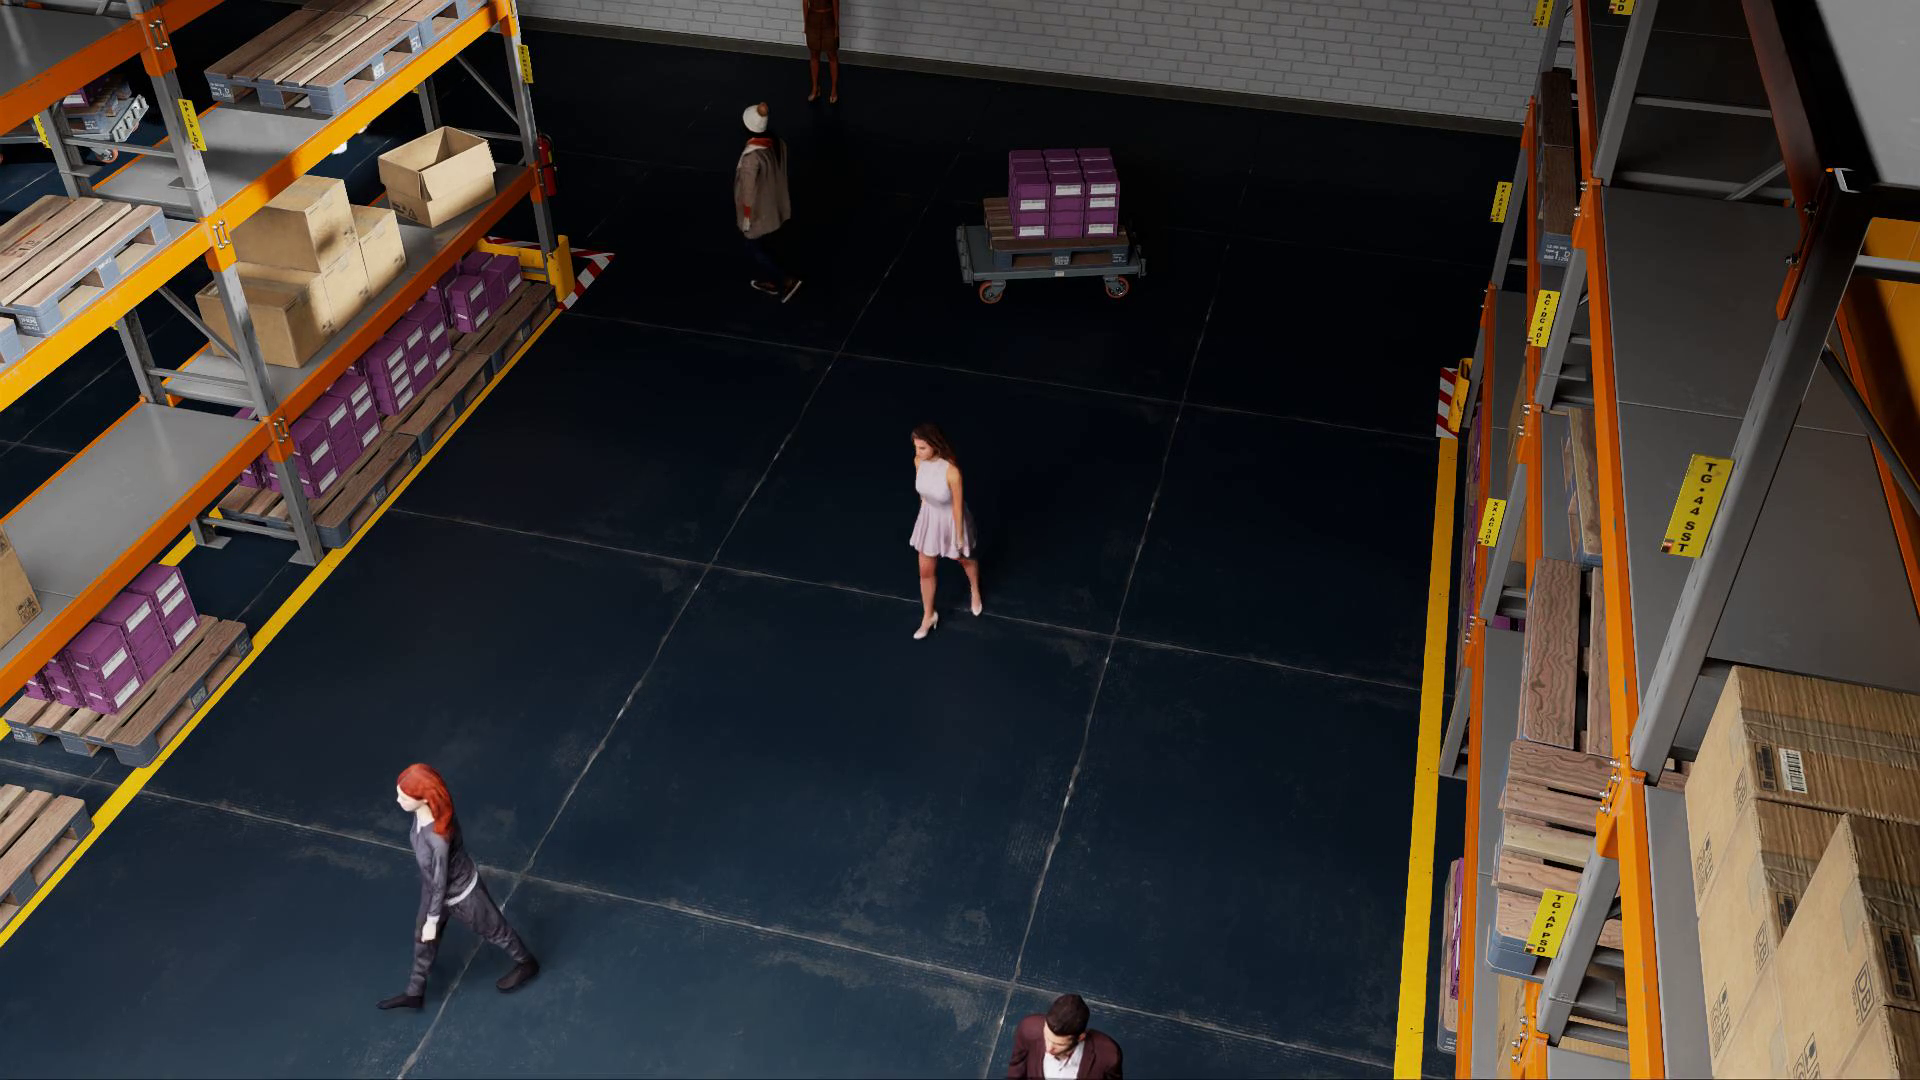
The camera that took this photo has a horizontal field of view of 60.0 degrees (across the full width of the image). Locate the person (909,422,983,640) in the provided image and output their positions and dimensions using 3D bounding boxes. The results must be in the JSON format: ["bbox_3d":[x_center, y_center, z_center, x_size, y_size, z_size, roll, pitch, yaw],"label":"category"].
[{"bbox_3d":[-0.058,-0.110,11.126,0.717,1.729,0.911,20,43,23],"label":"person"}]

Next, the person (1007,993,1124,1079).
[{"bbox_3d":[0.456,2.639,7.575,0.669,1.863,0.584,11,40,13],"label":"person"}]

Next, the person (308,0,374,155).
[{"bbox_3d":[-6.414,-4.890,17.216,0.645,1.597,1.059,10,40,13],"label":"person"}]

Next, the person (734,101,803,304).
[{"bbox_3d":[-1.653,-2.914,14.519,0.880,1.875,0.907,19,42,22],"label":"person"}]

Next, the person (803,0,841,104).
[{"bbox_3d":[-1.487,-5.563,17.985,0.551,1.689,0.500,11,40,13],"label":"person"}]

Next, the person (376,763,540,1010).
[{"bbox_3d":[-2.557,1.811,8.716,1.128,1.734,1.042,-22,44,-25],"label":"person"}]
